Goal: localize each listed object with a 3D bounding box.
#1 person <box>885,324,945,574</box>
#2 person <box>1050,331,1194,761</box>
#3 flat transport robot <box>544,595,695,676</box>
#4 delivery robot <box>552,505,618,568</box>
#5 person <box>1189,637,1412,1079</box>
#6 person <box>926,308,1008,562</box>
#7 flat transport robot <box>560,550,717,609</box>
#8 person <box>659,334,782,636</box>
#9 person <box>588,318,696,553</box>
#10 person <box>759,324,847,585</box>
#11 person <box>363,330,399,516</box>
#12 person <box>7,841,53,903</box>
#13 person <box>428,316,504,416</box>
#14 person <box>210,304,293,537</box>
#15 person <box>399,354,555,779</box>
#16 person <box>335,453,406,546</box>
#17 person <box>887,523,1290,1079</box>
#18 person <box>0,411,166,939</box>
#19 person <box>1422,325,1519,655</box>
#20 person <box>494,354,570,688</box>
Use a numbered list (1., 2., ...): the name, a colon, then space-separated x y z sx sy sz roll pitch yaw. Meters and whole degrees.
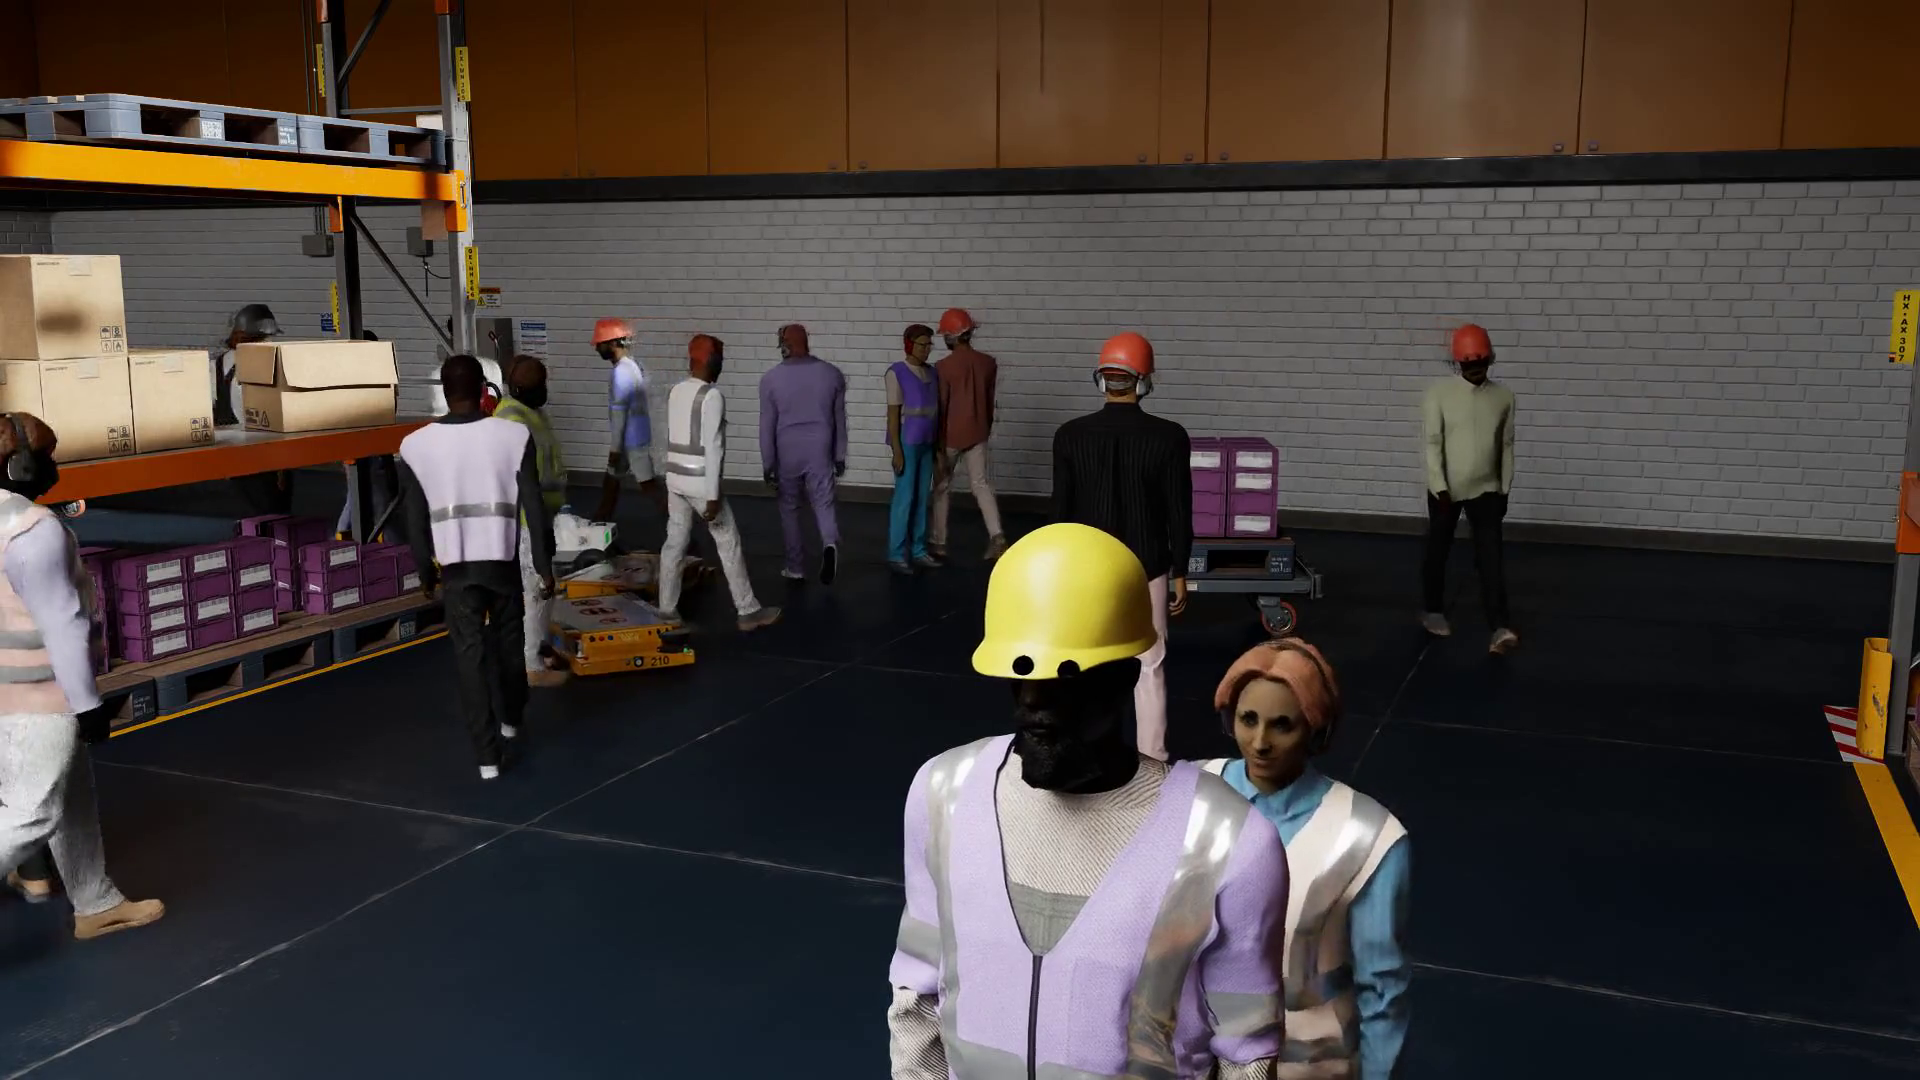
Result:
1. person: -0.347 -0.678 12.389 0.388 1.842 0.588 6 11 32
2. person: 0.689 0.116 7.076 0.613 1.995 0.391 3 10 19
3. flat transport robot: -2.097 0.527 9.799 0.652 0.197 1.431 -5 11 -27
4. delivery robot: -2.824 -0.007 11.890 0.707 0.478 0.477 0 9 -1
5. person: 0.561 0.962 3.035 0.536 1.622 0.506 6 11 32
6. person: 0.036 -0.803 12.789 0.619 1.946 0.928 -5 11 -29
7. flat transport robot: -2.201 0.280 11.294 0.652 0.197 1.431 2 10 12
8. person: -1.513 -0.336 10.224 0.893 1.850 0.597 -9 13 -43
9. person: -2.568 -0.801 13.014 1.016 1.879 0.550 -2 10 -10
10. person: -1.092 -0.591 11.772 0.648 1.869 0.786 -3 10 -17
11. person: -5.303 -1.037 14.965 0.535 1.697 0.321 -8 12 -39
12. person: -3.447 0.410 5.766 0.345 1.840 0.504 6 11 33
13. person: -3.557 -0.683 12.071 0.809 1.942 0.641 6 11 31
14. person: -4.665 -0.577 11.140 0.695 2.000 0.538 7 11 35
15. person: -2.199 0.093 7.629 0.654 1.855 0.972 -3 10 -17
16. person: -4.337 -0.613 12.349 0.883 1.700 0.598 1 9 3
17. person: 0.156 0.927 2.369 0.588 1.927 0.365 4 10 25
18. person: -3.051 0.501 5.312 0.620 1.817 0.844 8 13 42
19. person: 3.027 -0.308 9.893 0.611 1.923 1.101 -1 9 -5
20. person: -2.340 -0.104 9.011 0.434 1.801 0.671 -2 10 -13
